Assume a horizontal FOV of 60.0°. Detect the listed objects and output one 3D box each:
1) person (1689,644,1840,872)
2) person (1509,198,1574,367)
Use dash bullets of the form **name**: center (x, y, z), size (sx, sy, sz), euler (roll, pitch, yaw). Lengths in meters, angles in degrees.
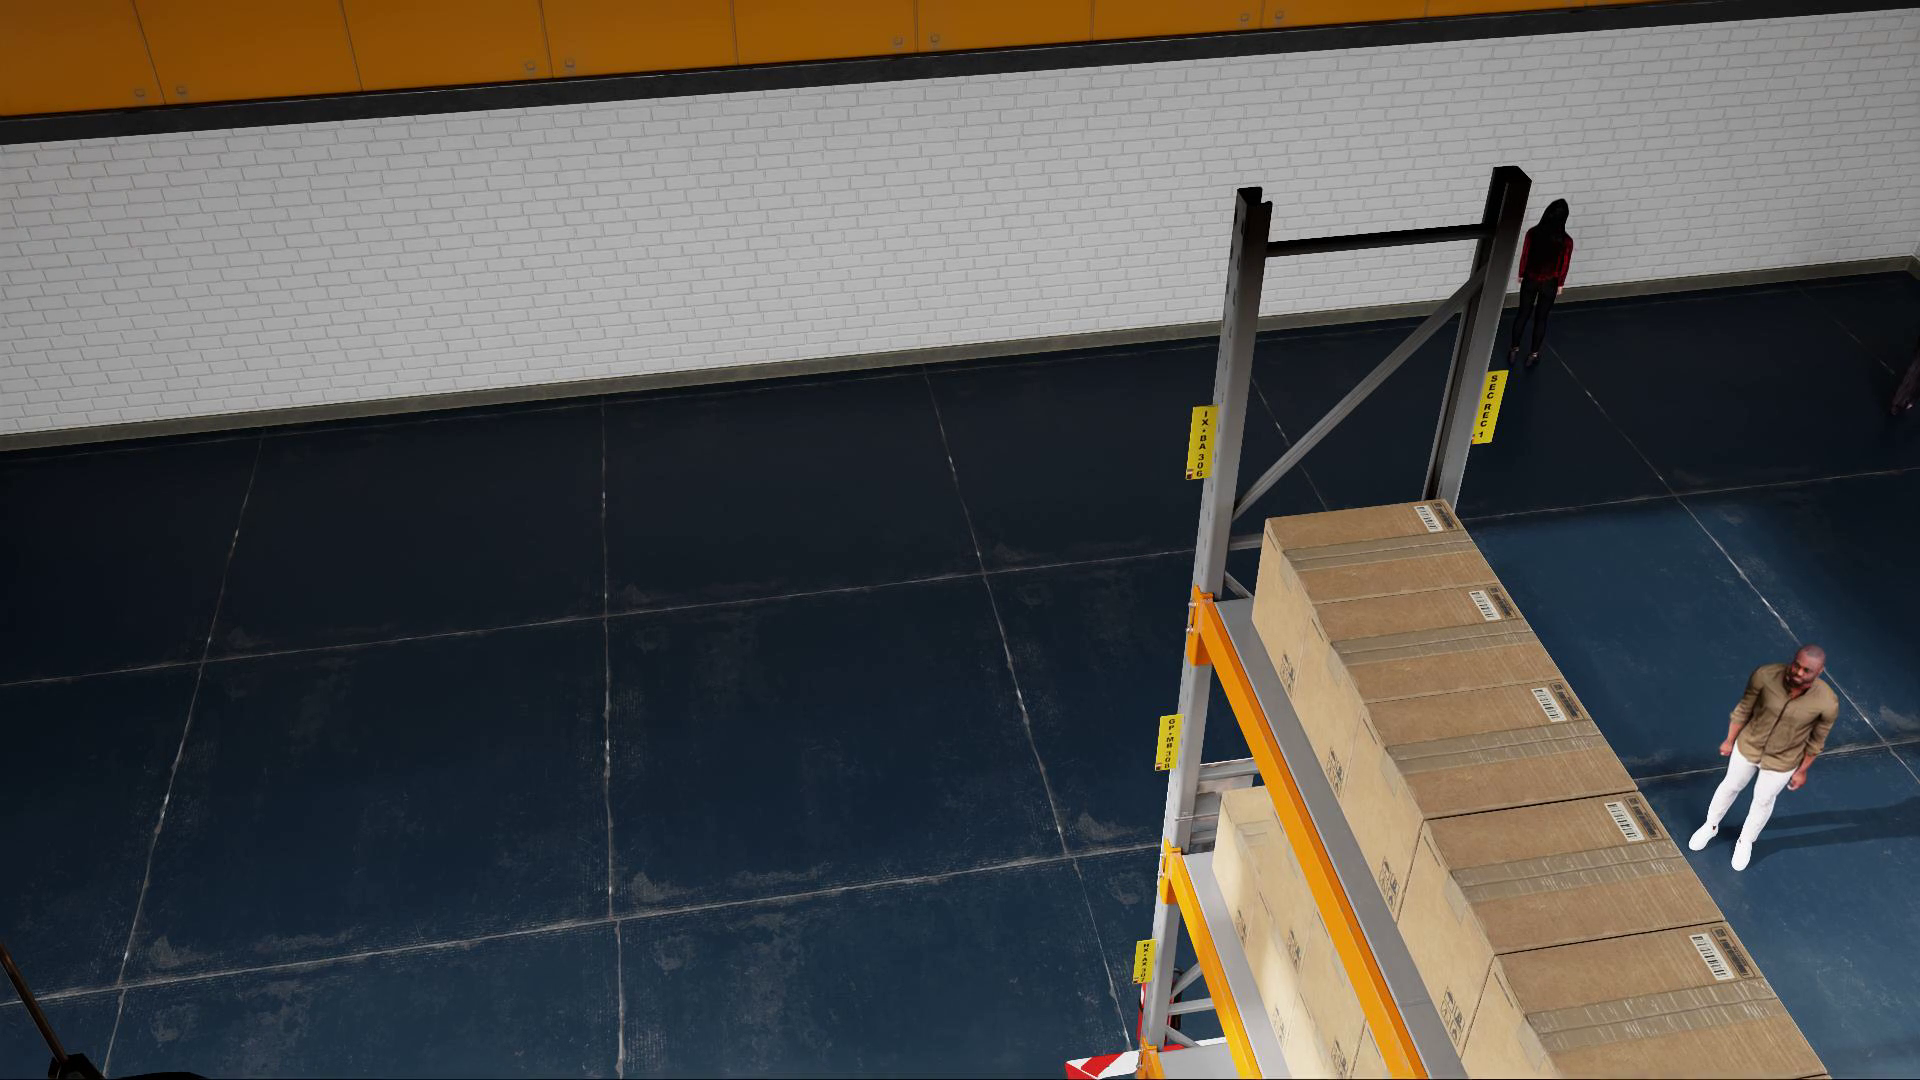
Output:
- **person**: center (5.131, 1.339, 10.561), size (0.775, 1.825, 0.852), euler (26, 46, 29)
- **person**: center (5.349, -2.368, 15.338), size (0.664, 1.657, 0.703), euler (19, 42, 22)
